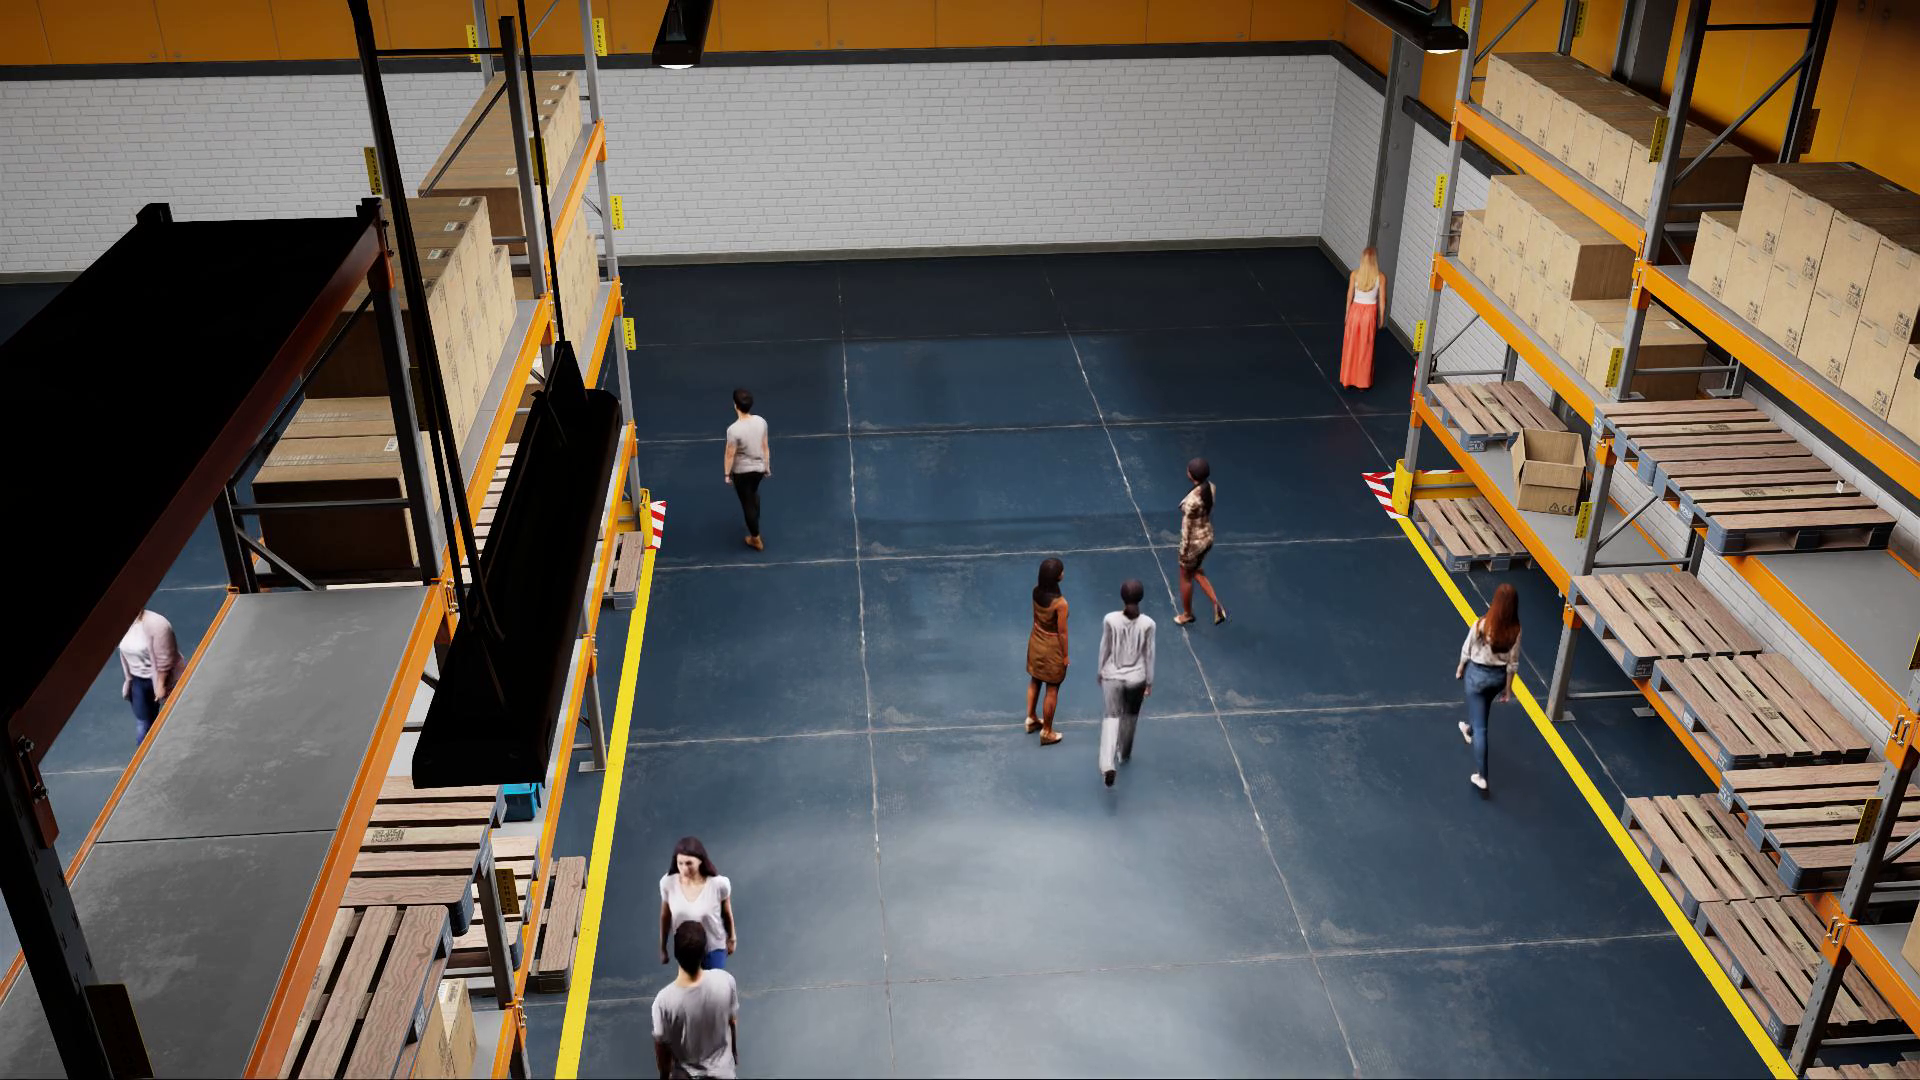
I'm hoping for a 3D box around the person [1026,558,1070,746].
[{"bbox_3d":[0.729,0.903,13.692,0.698,1.683,0.595,-18,33,-30],"label":"person"}]

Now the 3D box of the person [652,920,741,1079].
[{"bbox_3d":[-1.460,3.079,9.527,0.828,1.851,1.085,-12,31,-22],"label":"person"}]

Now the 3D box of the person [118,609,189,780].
[{"bbox_3d":[-6.368,1.062,13.396,0.986,1.688,1.229,10,30,17],"label":"person"}]

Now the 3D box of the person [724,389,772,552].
[{"bbox_3d":[-2.063,-0.679,16.563,0.787,1.712,0.848,-21,35,-34],"label":"person"}]

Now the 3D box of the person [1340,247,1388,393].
[{"bbox_3d":[4.873,-2.674,20.126,0.732,1.801,0.753,14,32,24],"label":"person"}]

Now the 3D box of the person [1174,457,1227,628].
[{"bbox_3d":[2.215,0.076,15.109,0.902,1.778,0.842,22,35,34],"label":"person"}]

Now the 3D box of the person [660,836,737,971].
[{"bbox_3d":[-1.649,2.550,10.701,0.762,1.655,1.037,3,29,6],"label":"person"}]

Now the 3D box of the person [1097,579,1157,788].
[{"bbox_3d":[1.297,1.148,13.173,0.784,1.750,1.048,5,29,9],"label":"person"}]

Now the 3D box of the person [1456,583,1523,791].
[{"bbox_3d":[4.194,1.177,13.192,0.597,1.681,1.164,-1,29,-1],"label":"person"}]
